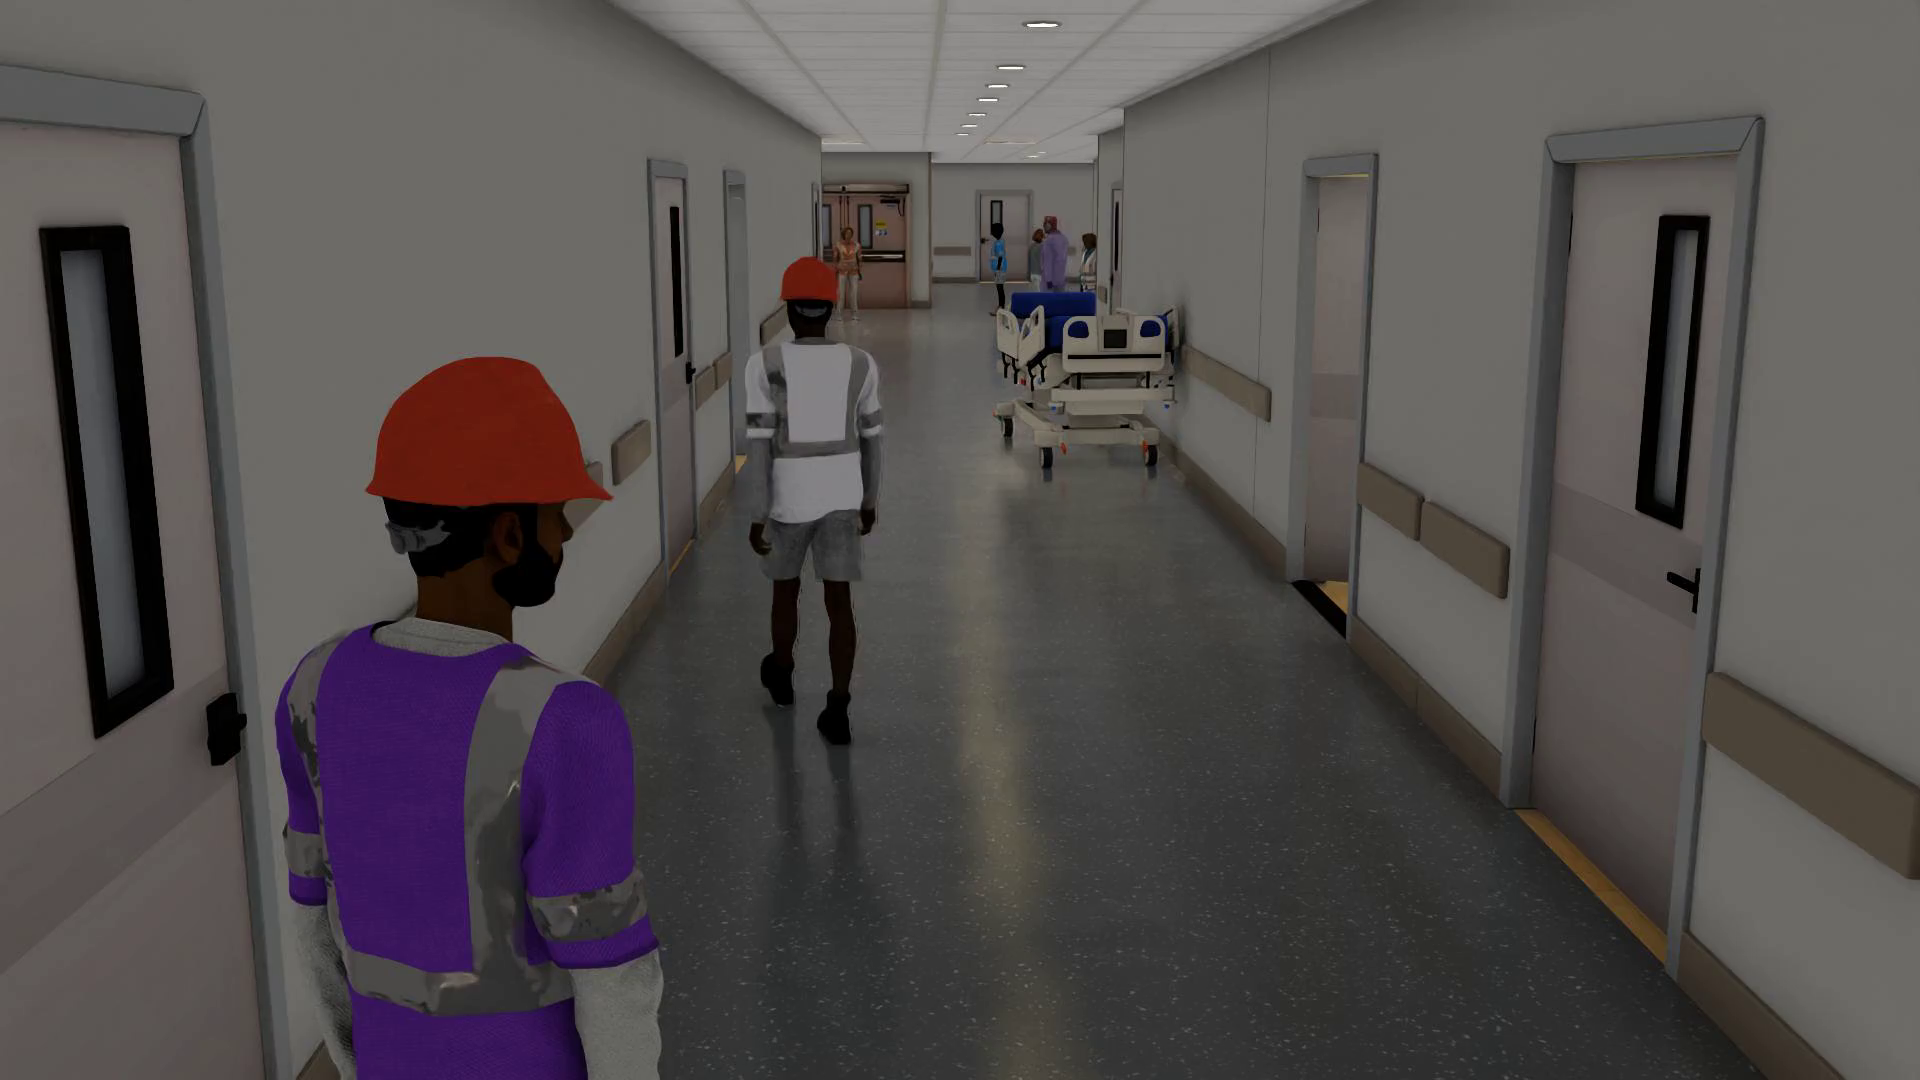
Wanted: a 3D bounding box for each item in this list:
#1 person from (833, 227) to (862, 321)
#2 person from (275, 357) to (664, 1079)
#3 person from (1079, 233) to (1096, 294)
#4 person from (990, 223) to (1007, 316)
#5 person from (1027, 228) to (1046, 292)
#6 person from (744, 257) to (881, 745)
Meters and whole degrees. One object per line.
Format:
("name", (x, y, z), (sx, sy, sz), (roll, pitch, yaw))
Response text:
("person", (-1.979, -4.686, 29.318), (0.522, 1.637, 0.306), (-3, 12, -13))
("person", (-0.601, 0.727, 2.209), (0.553, 1.934, 0.363), (6, 13, 27))
("person", (1.949, -3.733, 24.696), (0.319, 1.628, 0.508), (-7, 14, -32))
("person", (0.705, -4.966, 30.541), (0.318, 1.696, 0.532), (0, 12, -1))
("person", (1.365, -4.617, 29.036), (0.369, 1.621, 0.506), (-7, 14, -31))
("person", (-0.608, -0.185, 6.756), (0.568, 1.890, 0.946), (-3, 12, -16))
